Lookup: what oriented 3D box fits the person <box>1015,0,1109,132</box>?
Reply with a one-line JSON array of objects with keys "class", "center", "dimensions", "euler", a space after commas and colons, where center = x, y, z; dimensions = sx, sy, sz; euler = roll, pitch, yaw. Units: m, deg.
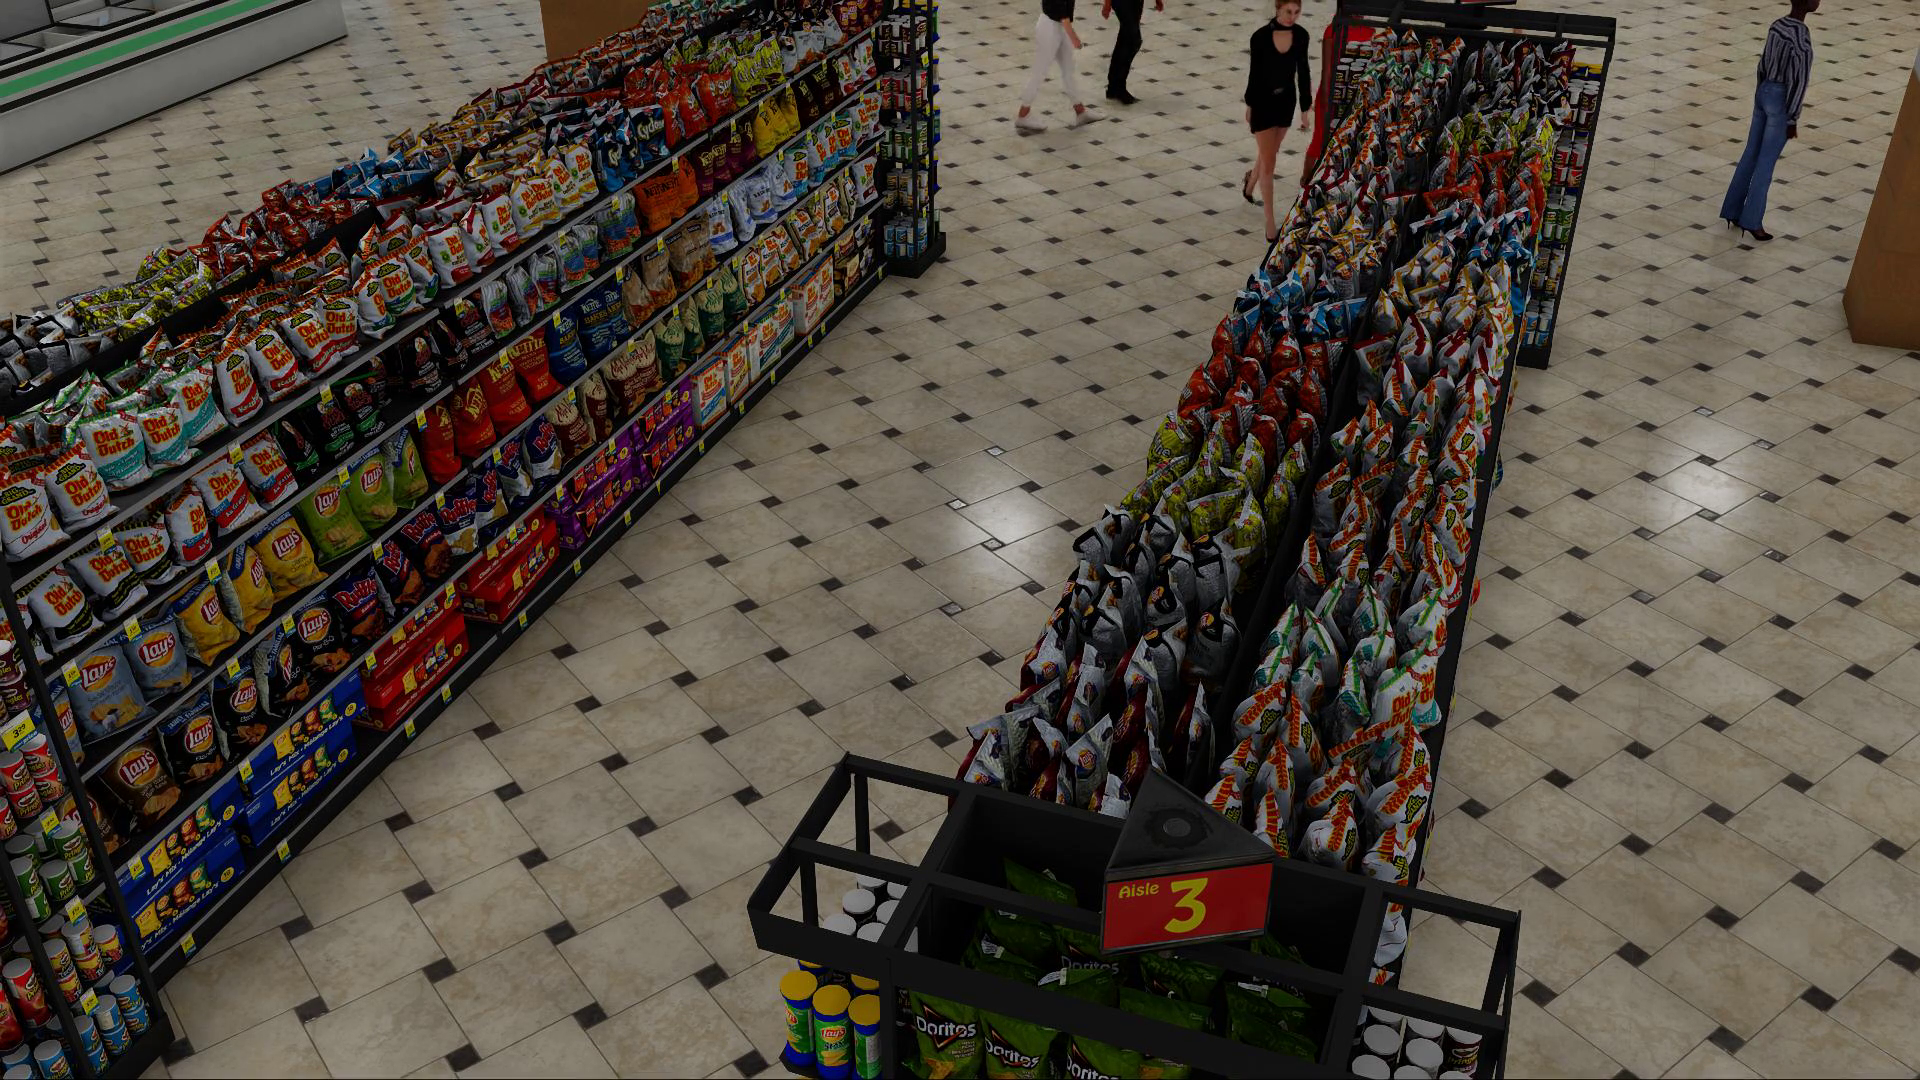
[{"class": "person", "center": [0.678, -4.161, 13.641], "dimensions": [0.791, 1.665, 0.993], "euler": [5, 32, 7]}]

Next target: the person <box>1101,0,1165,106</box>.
[{"class": "person", "center": [1.395, -4.677, 14.373], "dimensions": [0.742, 1.768, 0.816], "euler": [-27, 41, -36]}]

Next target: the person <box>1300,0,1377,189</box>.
[{"class": "person", "center": [2.668, -3.108, 11.923], "dimensions": [0.975, 1.691, 1.171], "euler": [-7, 33, -11]}]

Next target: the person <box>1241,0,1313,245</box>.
[{"class": "person", "center": [2.202, -3.033, 11.783], "dimensions": [0.947, 1.713, 1.236], "euler": [-4, 32, -6]}]

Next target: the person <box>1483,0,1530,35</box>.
[{"class": "person", "center": [4.249, -3.823, 13.172], "dimensions": [0.644, 1.587, 0.656], "euler": [-24, 39, -34]}]

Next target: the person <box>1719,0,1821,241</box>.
[{"class": "person", "center": [5.714, -3.015, 11.675], "dimensions": [0.755, 1.796, 0.616], "euler": [-3, 32, -5]}]
